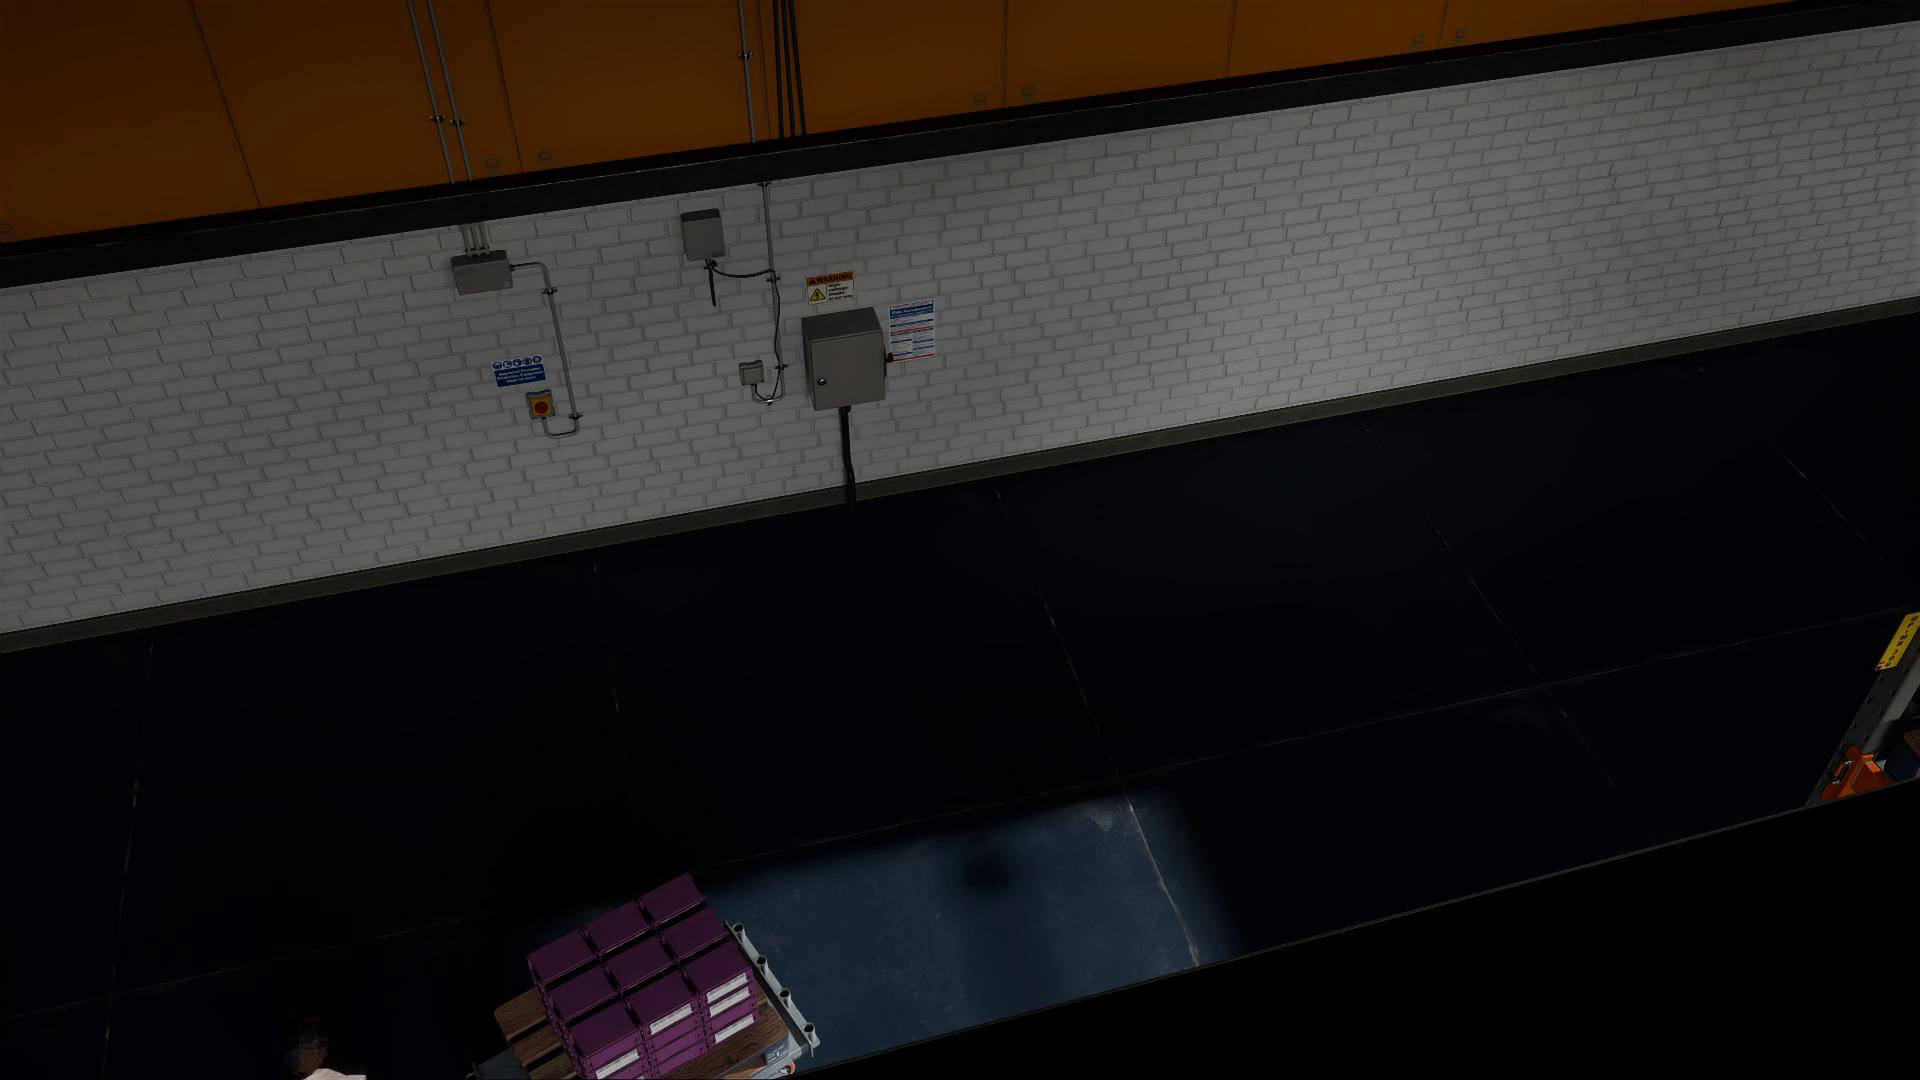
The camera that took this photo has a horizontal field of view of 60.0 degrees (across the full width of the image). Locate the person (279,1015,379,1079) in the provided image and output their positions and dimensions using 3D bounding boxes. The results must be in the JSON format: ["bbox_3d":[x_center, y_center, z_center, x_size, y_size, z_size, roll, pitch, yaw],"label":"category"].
[{"bbox_3d":[-2.808,2.901,7.710,0.953,1.837,1.303,-26,49,-25],"label":"person"}]
